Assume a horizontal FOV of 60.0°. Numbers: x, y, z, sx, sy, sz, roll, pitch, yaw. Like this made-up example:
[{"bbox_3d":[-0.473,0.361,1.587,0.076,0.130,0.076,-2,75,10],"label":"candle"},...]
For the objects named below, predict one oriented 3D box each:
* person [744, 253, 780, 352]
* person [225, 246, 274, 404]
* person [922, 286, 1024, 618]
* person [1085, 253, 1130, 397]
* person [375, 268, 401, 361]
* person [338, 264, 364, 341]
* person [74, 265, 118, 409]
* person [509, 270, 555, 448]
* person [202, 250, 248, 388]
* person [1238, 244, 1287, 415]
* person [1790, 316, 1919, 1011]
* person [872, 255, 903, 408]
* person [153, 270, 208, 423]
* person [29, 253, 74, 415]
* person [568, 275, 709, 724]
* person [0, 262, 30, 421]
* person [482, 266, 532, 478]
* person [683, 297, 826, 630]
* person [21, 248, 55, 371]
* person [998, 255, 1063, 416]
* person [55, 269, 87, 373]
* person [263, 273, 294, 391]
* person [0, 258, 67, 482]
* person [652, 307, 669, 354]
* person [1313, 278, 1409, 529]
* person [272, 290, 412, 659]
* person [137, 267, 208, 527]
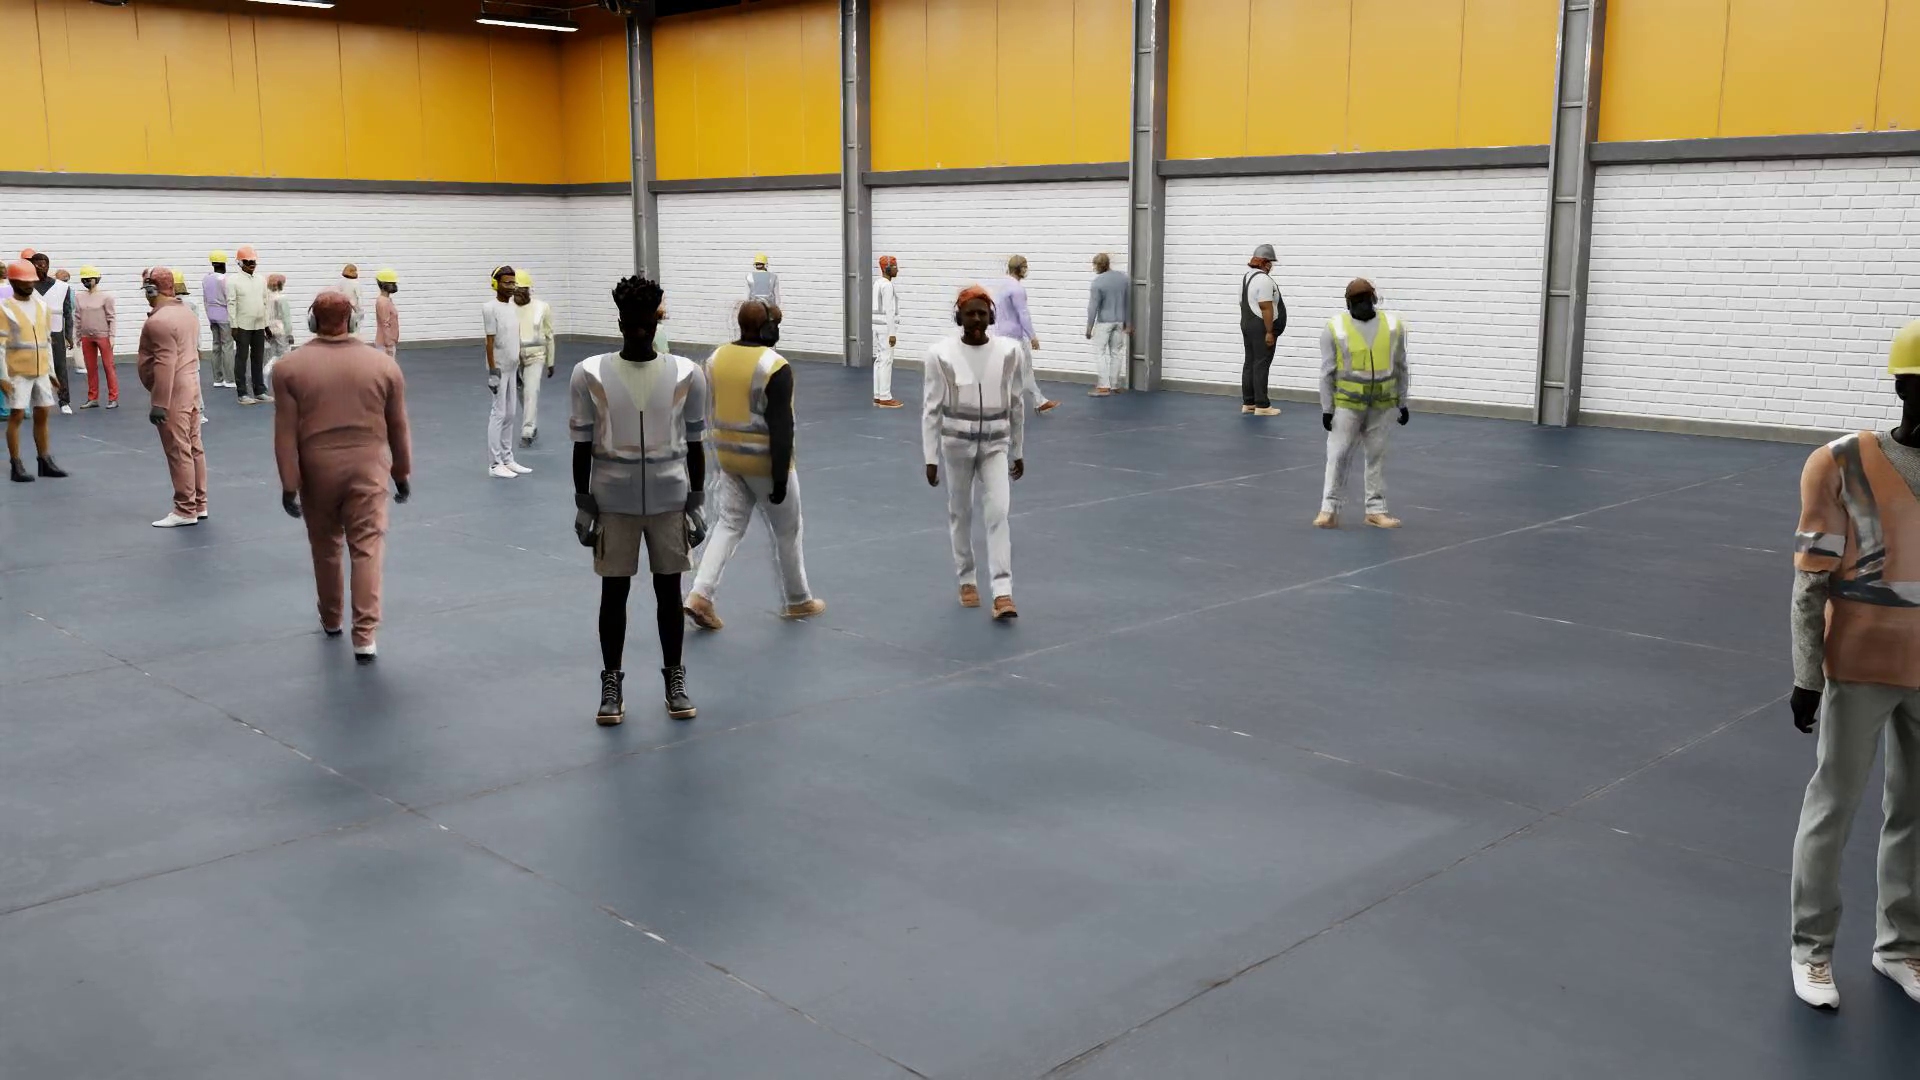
[{"bbox_3d":[-3.275,-3.816,27.532,0.591,1.829,0.404,-2,11,-9],"label":"person"},{"bbox_3d":[-9.010,-2.727,21.136,0.391,1.995,0.613,5,12,26],"label":"person"},{"bbox_3d":[0.096,-0.475,9.270,0.599,1.839,0.935,-2,11,-9],"label":"person"},{"bbox_3d":[1.981,-2.839,22.038,0.709,1.899,0.398,-7,12,-33],"label":"person"},{"bbox_3d":[-6.457,-2.191,18.849,0.330,1.765,0.533,-3,11,-18],"label":"person"},{"bbox_3d":[-10.480,-3.929,28.680,0.501,1.631,0.287,5,11,25],"label":"person"},{"bbox_3d":[-10.663,-2.498,20.516,0.523,1.769,0.310,1,10,5],"label":"person"},{"bbox_3d":[-4.466,-1.866,17.046,0.599,1.792,0.950,0,10,1],"label":"person"},{"bbox_3d":[-10.326,-3.088,23.285,0.590,1.930,0.353,6,12,30],"label":"person"},{"bbox_3d":[3.626,-2.515,19.857,0.537,2.000,0.678,-3,11,-14],"label":"person"},{"bbox_3d":[2.585,0.343,4.577,0.587,1.930,0.359,0,10,1],"label":"person"},{"bbox_3d":[-0.916,-2.586,20.672,0.337,1.882,0.584,-3,11,-18],"label":"person"},{"bbox_3d":[-8.826,-2.176,18.823,0.485,1.744,0.295,-3,11,-16],"label":"person"},{"bbox_3d":[-10.899,-2.453,19.846,0.593,1.922,0.391,-5,11,-25],"label":"person"},{"bbox_3d":[-1.399,-0.174,7.303,0.603,1.963,0.368,-3,11,-15],"label":"person"},{"bbox_3d":[-10.984,-2.285,19.136,0.387,1.846,0.566,3,11,18],"label":"person"},{"bbox_3d":[-4.025,-1.490,14.749,0.325,1.865,0.516,2,11,12],"label":"person"},{"bbox_3d":[-1.142,-0.414,9.052,0.624,1.809,0.887,7,13,35],"label":"person"},{"bbox_3d":[-14.524,-3.600,26.085,0.545,1.930,0.377,0,10,2],"label":"person"},{"bbox_3d":[0.756,-2.355,19.373,0.953,1.897,0.646,-1,10,-5],"label":"person"},{"bbox_3d":[-13.827,-3.374,25.678,0.537,1.620,0.443,5,12,27],"label":"person"},{"bbox_3d":[-9.176,-2.755,22.299,0.532,1.624,0.451,7,12,33],"label":"person"},{"bbox_3d":[-8.111,-1.478,14.493,0.377,1.933,0.551,5,11,24],"label":"person"},{"bbox_3d":[-2.739,-1.353,14.725,0.311,1.622,0.531,-8,13,-38],"label":"person"},{"bbox_3d":[2.920,-0.977,12.102,0.691,1.816,0.431,0,10,-2],"label":"person"},{"bbox_3d":[-3.169,-0.351,8.575,0.661,1.848,1.011,-5,11,-24],"label":"person"},{"bbox_3d":[-5.815,-1.048,12.244,0.404,1.903,0.636,-1,10,-6],"label":"person"}]
